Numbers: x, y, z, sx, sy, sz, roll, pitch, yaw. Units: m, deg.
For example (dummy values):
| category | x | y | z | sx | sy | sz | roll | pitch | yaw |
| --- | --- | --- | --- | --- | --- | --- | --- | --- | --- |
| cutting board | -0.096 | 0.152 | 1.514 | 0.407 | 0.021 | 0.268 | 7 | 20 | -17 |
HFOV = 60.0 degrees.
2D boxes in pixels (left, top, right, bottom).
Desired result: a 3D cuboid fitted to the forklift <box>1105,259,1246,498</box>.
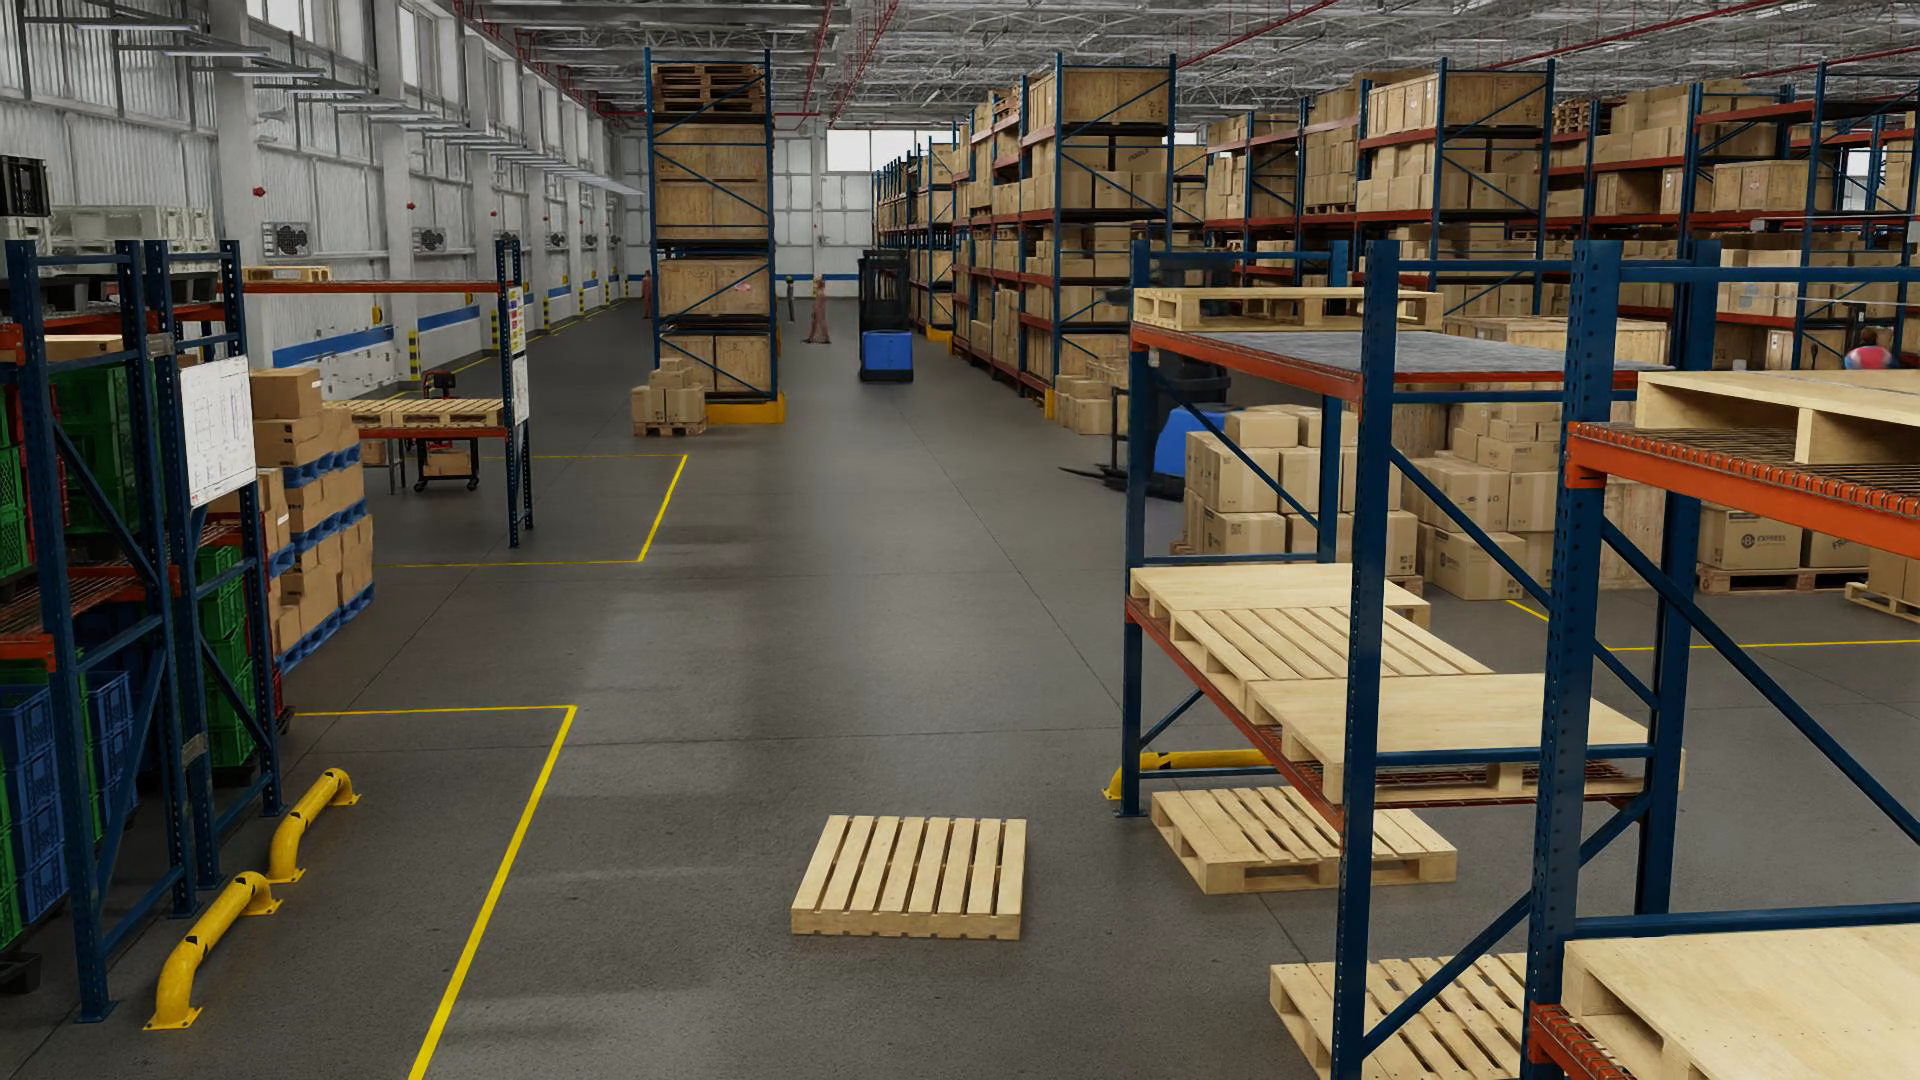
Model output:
| category | x | y | z | sx | sy | sz | roll | pitch | yaw |
| --- | --- | --- | --- | --- | --- | --- | --- | --- | --- |
| forklift | 2.773 | -1.929 | 19.620 | 1.129 | 2.768 | 1.873 | -8 | 13 | -36 |

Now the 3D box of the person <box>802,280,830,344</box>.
| category | x | y | z | sx | sy | sz | roll | pitch | yaw |
| --- | --- | --- | --- | --- | --- | --- | --- | --- | --- |
| person | -4.241 | -6.667 | 48.682 | 0.919 | 1.870 | 0.651 | -1 | 10 | -8 |

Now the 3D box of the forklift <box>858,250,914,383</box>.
| category | x | y | z | sx | sy | sz | roll | pitch | yaw |
| --- | --- | --- | --- | --- | --- | --- | --- | --- | --- |
| forklift | -1.598 | -4.818 | 35.628 | 1.129 | 2.768 | 1.873 | -1 | 10 | -6 |

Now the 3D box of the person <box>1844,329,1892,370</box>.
| category | x | y | z | sx | sy | sz | roll | pitch | yaw |
| --- | --- | --- | --- | --- | --- | --- | --- | --- | --- |
| person | 12.465 | -2.006 | 22.986 | 0.629 | 1.815 | 0.700 | 2 | 10 | 11 |

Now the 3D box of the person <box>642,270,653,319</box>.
| category | x | y | z | sx | sy | sz | roll | pitch | yaw |
| --- | --- | --- | --- | --- | --- | --- | --- | --- | --- |
| person | -12.071 | -9.523 | 64.449 | 0.401 | 1.894 | 0.653 | 9 | 13 | 40 |

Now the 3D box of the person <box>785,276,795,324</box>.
| category | x | y | z | sx | sy | sz | roll | pitch | yaw |
| --- | --- | --- | --- | --- | --- | --- | --- | --- | --- |
| person | -6.193 | -8.738 | 60.529 | 0.311 | 1.735 | 0.483 | -3 | 11 | -15 |

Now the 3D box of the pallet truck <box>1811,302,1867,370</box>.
| category | x | y | z | sx | sy | sz | roll | pitch | yaw |
| --- | --- | --- | --- | --- | --- | --- | --- | --- | --- |
| pallet truck | 15.846 | -3.142 | 28.793 | 1.885 | 1.965 | 0.823 | 2 | 10 | 12 |

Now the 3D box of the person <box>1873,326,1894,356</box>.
| category | x | y | z | sx | sy | sz | roll | pitch | yaw |
| --- | --- | --- | --- | --- | --- | --- | --- | --- | --- |
| person | 17.788 | -3.554 | 31.971 | 0.549 | 1.654 | 0.832 | 0 | 10 | 1 |
